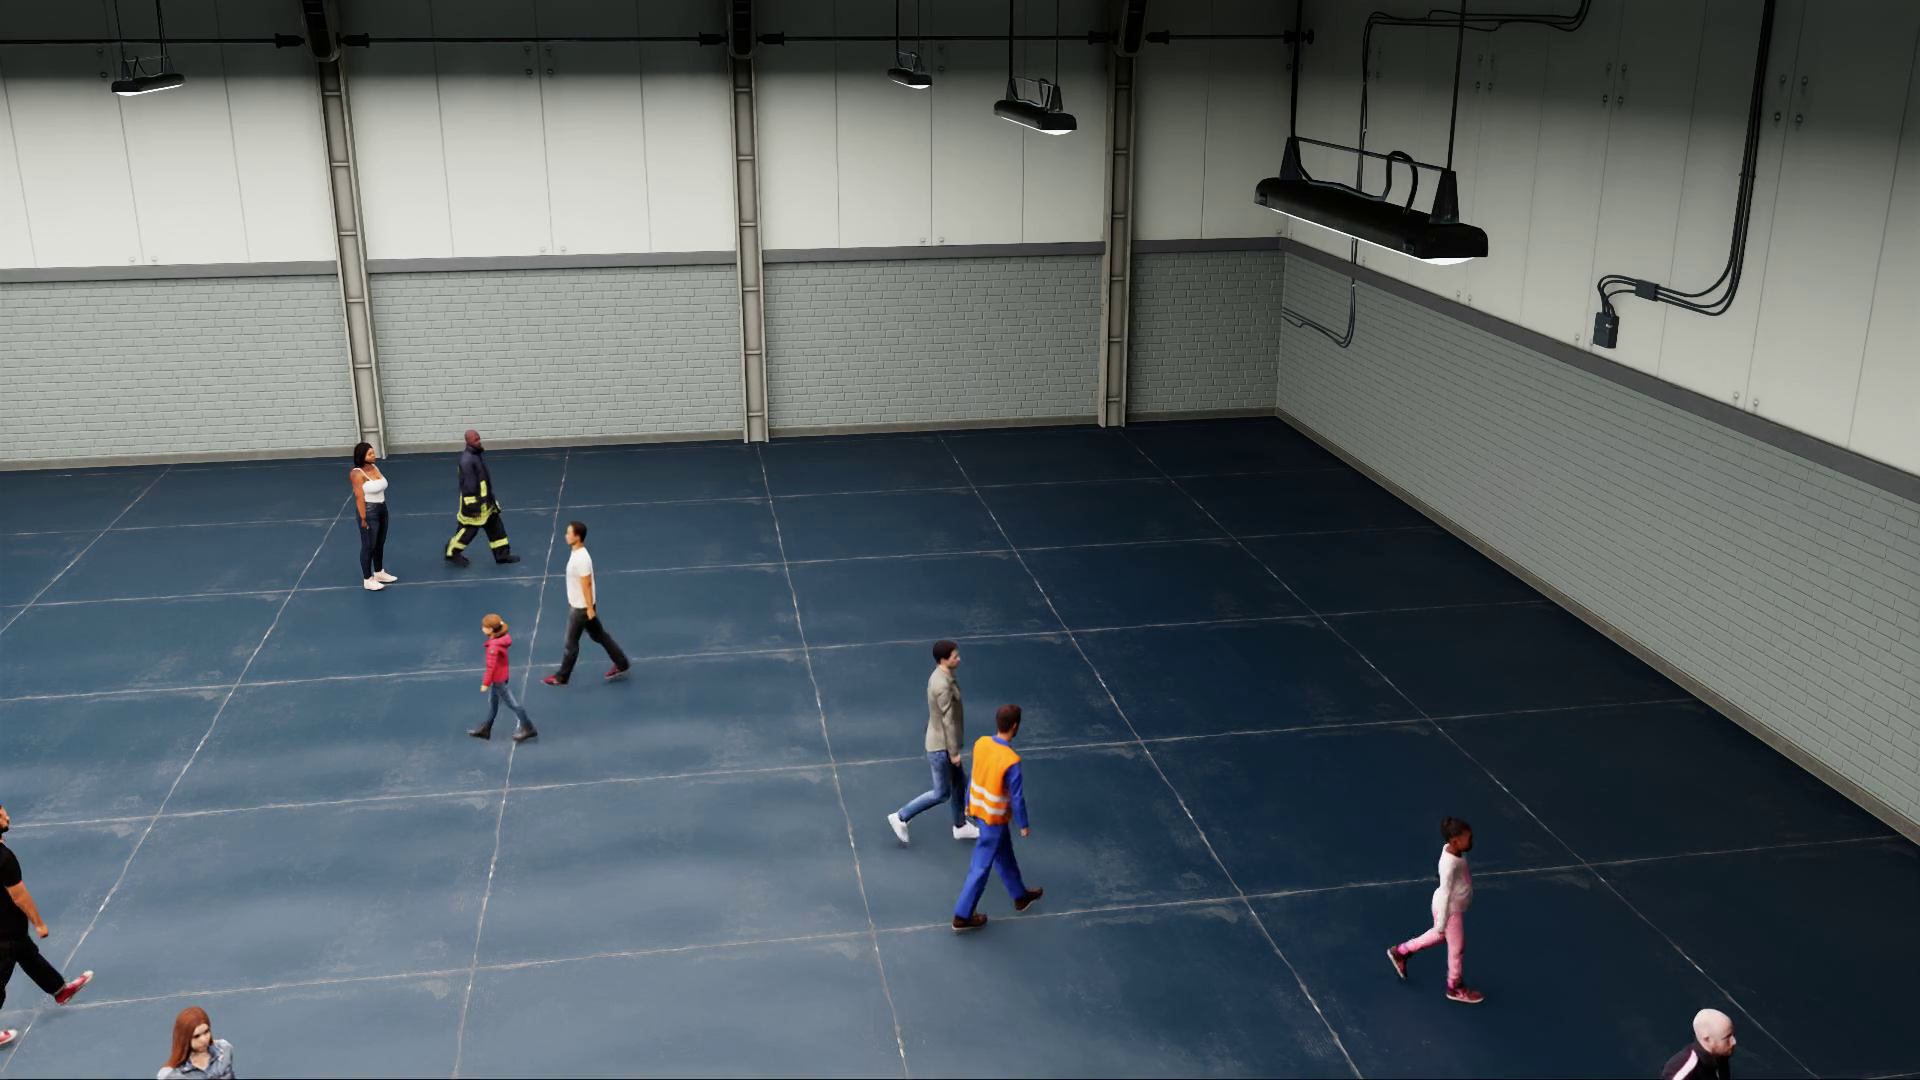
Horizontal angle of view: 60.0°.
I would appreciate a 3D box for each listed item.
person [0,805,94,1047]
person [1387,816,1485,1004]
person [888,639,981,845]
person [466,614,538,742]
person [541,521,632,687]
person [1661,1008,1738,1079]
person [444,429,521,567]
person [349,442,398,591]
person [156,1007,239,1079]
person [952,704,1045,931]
[{"bbox_3d":[-6.574,2.655,11.282,1.126,1.710,1.190,12,22,33],"label":"person"},{"bbox_3d":[3.427,2.606,11.888,1.013,1.428,0.850,7,19,20],"label":"person"},{"bbox_3d":[-0.218,1.722,13.935,1.139,1.843,0.826,0,18,1],"label":"person"},{"bbox_3d":[-4.350,1.348,15.979,0.882,1.288,0.511,-3,18,-8],"label":"person"},{"bbox_3d":[-3.823,0.672,17.284,1.176,1.765,0.732,-5,19,-15],"label":"person"},{"bbox_3d":[3.849,3.318,9.074,0.849,1.818,0.923,-15,23,-38],"label":"person"},{"bbox_3d":[-6.170,-0.502,20.857,1.267,1.785,0.932,1,18,2],"label":"person"},{"bbox_3d":[-7.176,-0.310,20.228,0.725,1.810,0.723,4,18,11],"label":"person"},{"bbox_3d":[-4.175,3.334,9.212,0.734,1.702,0.678,12,21,32],"label":"person"},{"bbox_3d":[0.170,2.161,12.635,1.183,1.812,0.948,-11,21,-31],"label":"person"}]
